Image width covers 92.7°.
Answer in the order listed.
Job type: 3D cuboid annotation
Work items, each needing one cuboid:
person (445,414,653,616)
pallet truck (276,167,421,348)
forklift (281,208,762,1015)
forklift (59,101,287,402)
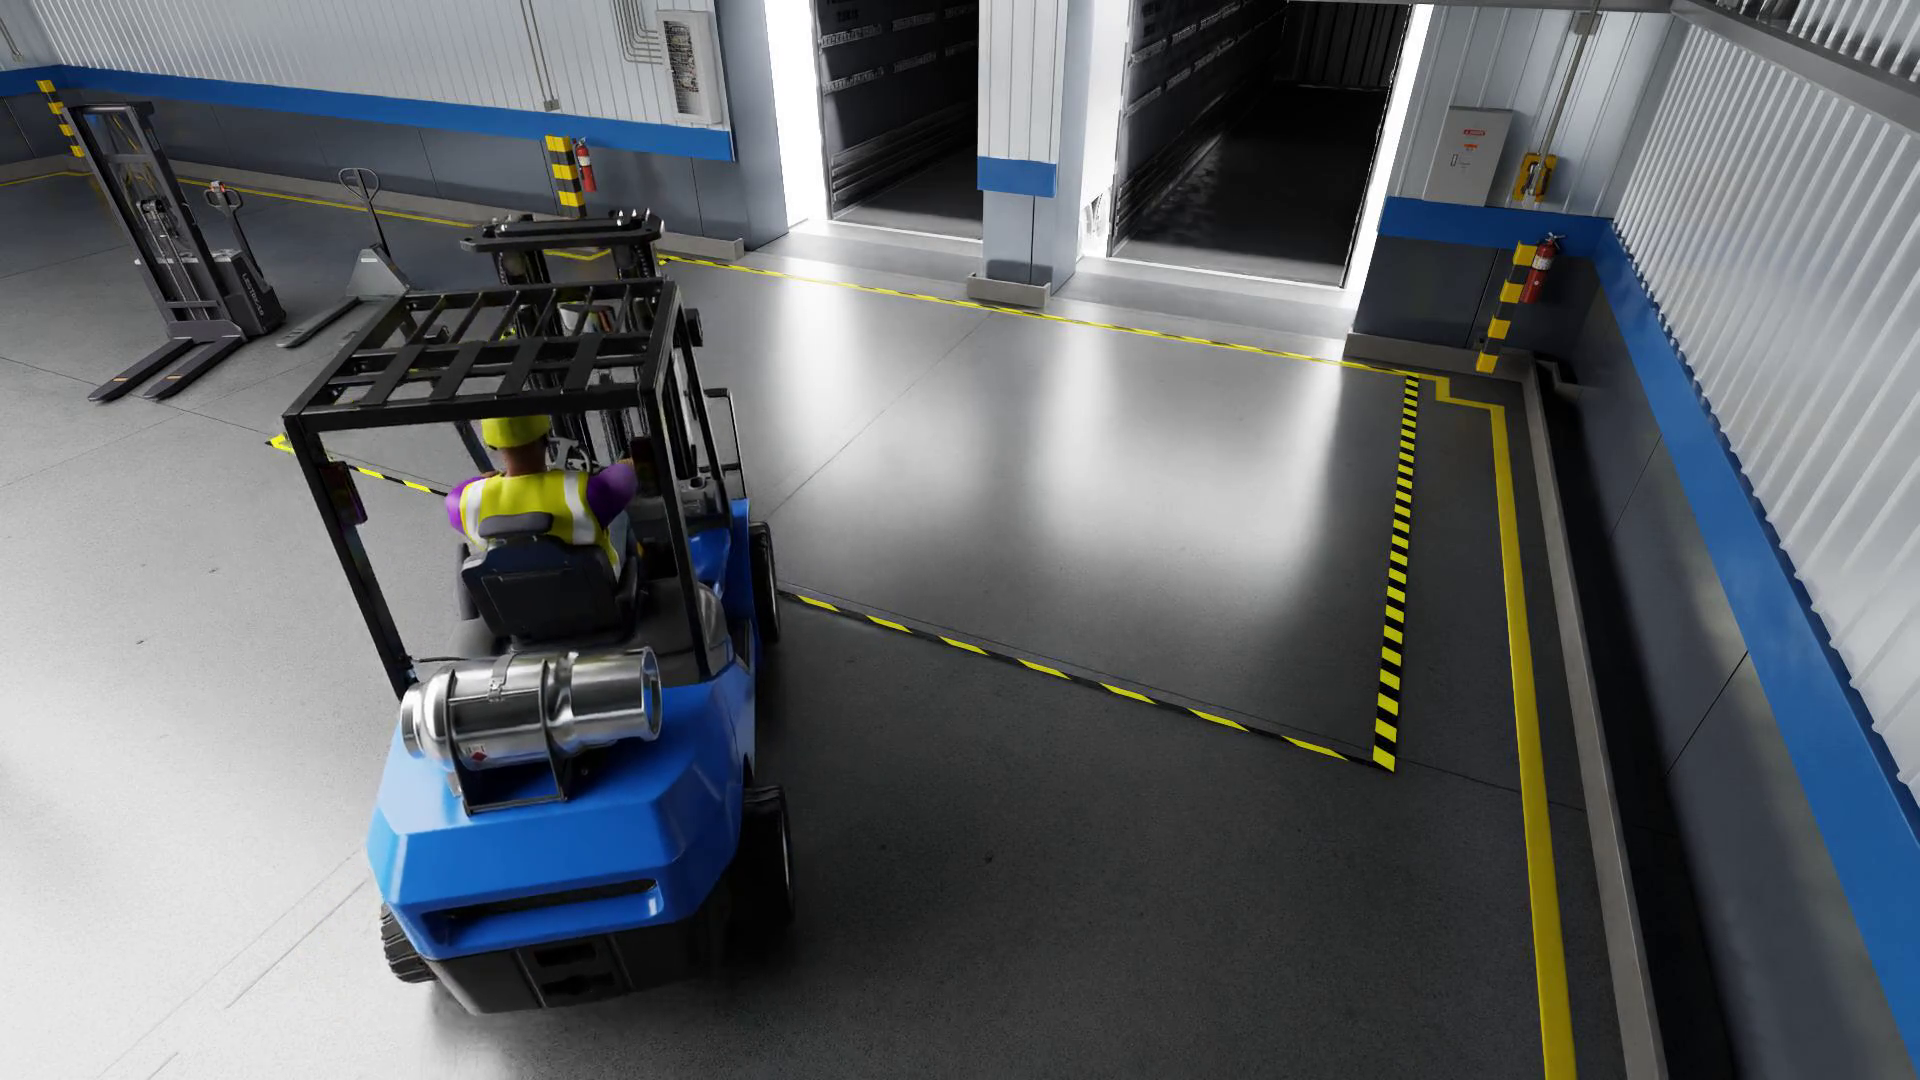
[{"bbox_3d":[-1.492,-0.132,3.571,0.635,1.293,1.004,-6,35,-8],"label":"person"},{"bbox_3d":[-5.732,-2.611,8.414,0.680,1.201,1.601,-1,35,-1],"label":"pallet truck"},{"bbox_3d":[-1.489,0.056,3.629,1.157,2.036,2.680,-6,35,-8],"label":"forklift"},{"bbox_3d":[-6.686,-2.387,7.434,0.823,1.965,1.885,-3,35,-5],"label":"forklift"}]
